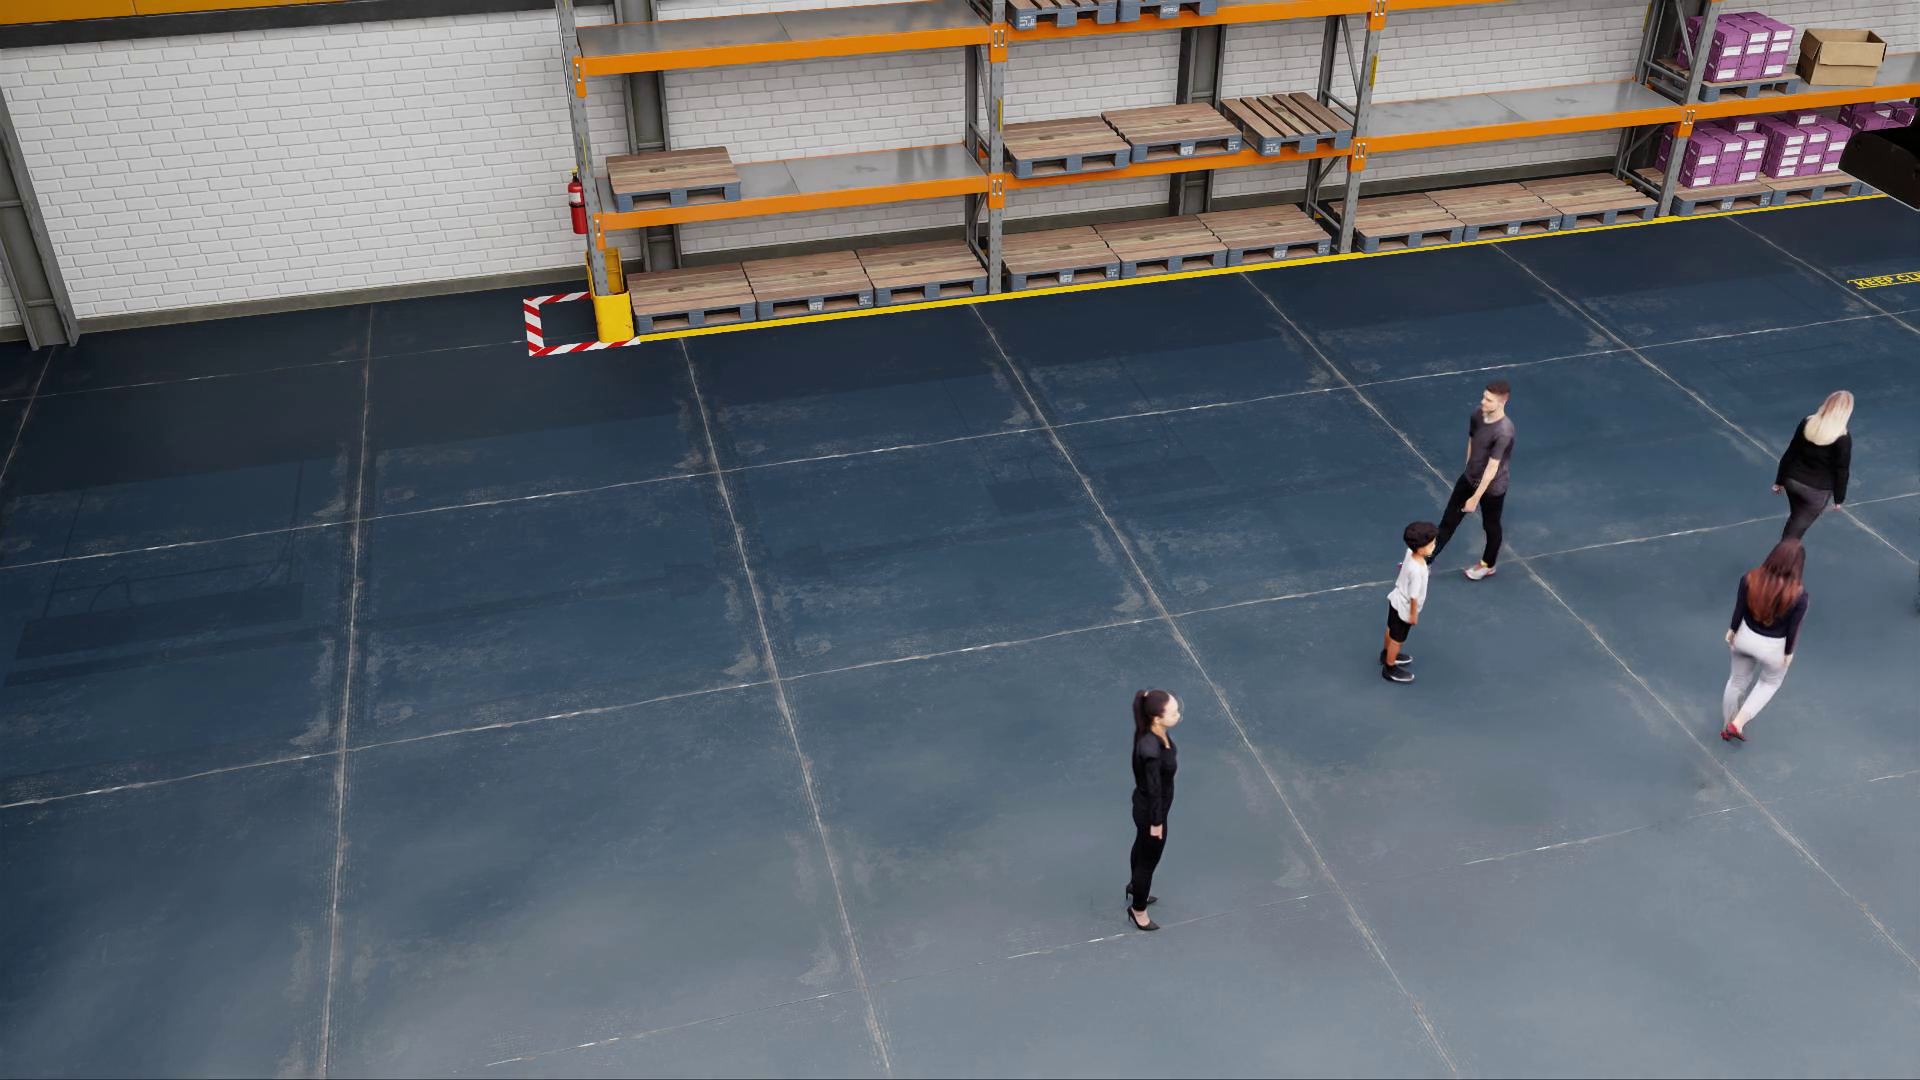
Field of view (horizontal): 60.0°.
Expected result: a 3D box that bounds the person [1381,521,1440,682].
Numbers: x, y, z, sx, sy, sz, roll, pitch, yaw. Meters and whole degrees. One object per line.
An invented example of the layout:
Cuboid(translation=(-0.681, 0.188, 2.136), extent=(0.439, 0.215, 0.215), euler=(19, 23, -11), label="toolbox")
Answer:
Cuboid(translation=(3.153, 0.417, 11.765), extent=(0.568, 1.253, 0.547), euler=(4, 34, 6), label="person")

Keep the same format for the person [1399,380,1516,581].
Cuboid(translation=(4.036, -0.428, 12.603), extent=(1.040, 1.734, 0.694), euler=(-12, 35, -17), label="person")

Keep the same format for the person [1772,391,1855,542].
Cuboid(translation=(6.322, -0.345, 12.538), extent=(0.815, 1.668, 0.742), euler=(-18, 38, -25), label="person")

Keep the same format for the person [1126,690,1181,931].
Cuboid(translation=(1.111, 1.554, 9.641), extent=(0.603, 1.712, 0.634), euler=(3, 34, 5), label="person")

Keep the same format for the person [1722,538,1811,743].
Cuboid(translation=(5.278, 0.720, 10.998), extent=(0.728, 1.599, 0.773), euler=(28, 43, 35), label="person")
